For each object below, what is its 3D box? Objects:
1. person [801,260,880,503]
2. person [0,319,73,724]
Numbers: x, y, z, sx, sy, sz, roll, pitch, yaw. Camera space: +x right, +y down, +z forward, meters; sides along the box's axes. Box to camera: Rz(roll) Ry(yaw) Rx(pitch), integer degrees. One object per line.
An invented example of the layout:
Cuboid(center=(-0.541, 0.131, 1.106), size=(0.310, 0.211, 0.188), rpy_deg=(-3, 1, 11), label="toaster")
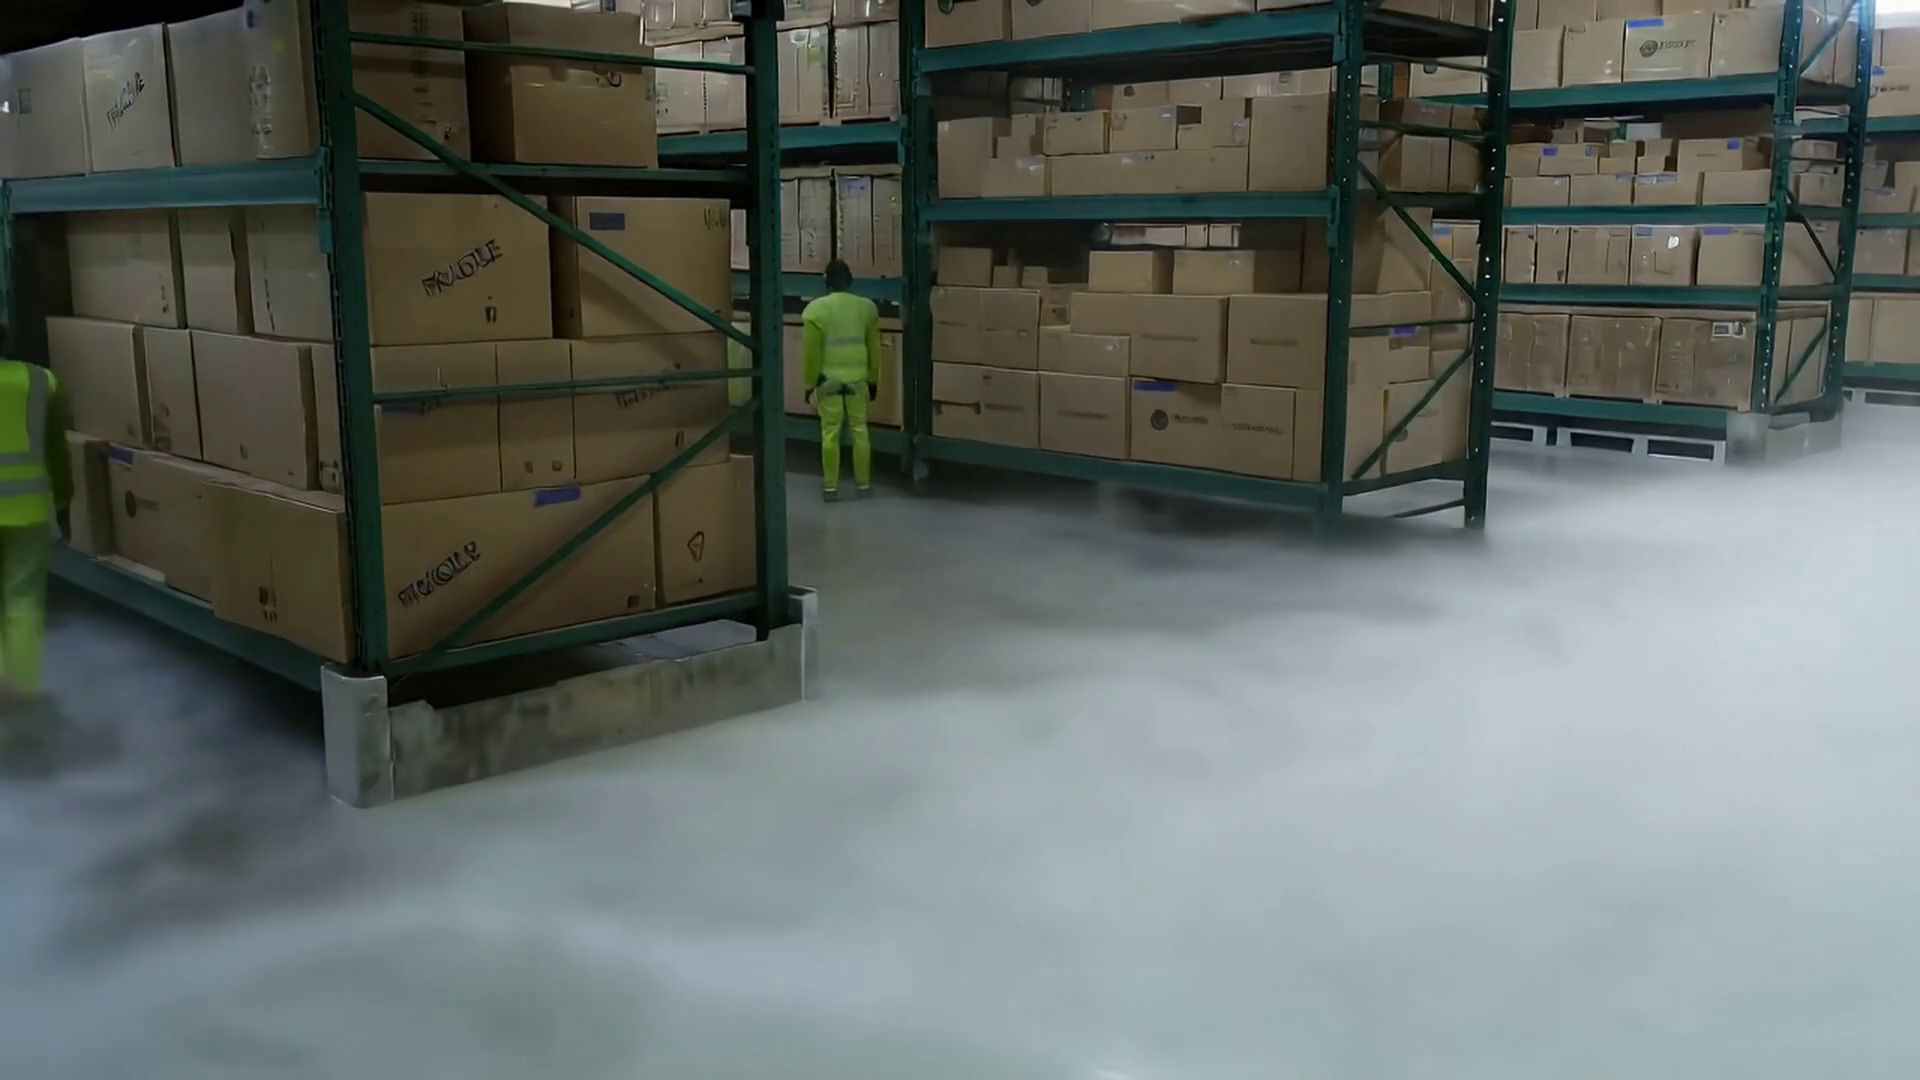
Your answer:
Cuboid(center=(-0.952, -1.257, 13.291), size=(0.627, 1.936, 0.374), rpy_deg=(-3, 11, -14), label="person")
Cuboid(center=(-4.146, -0.135, 7.179), size=(0.615, 1.932, 0.637), rpy_deg=(-9, 14, -40), label="person")
